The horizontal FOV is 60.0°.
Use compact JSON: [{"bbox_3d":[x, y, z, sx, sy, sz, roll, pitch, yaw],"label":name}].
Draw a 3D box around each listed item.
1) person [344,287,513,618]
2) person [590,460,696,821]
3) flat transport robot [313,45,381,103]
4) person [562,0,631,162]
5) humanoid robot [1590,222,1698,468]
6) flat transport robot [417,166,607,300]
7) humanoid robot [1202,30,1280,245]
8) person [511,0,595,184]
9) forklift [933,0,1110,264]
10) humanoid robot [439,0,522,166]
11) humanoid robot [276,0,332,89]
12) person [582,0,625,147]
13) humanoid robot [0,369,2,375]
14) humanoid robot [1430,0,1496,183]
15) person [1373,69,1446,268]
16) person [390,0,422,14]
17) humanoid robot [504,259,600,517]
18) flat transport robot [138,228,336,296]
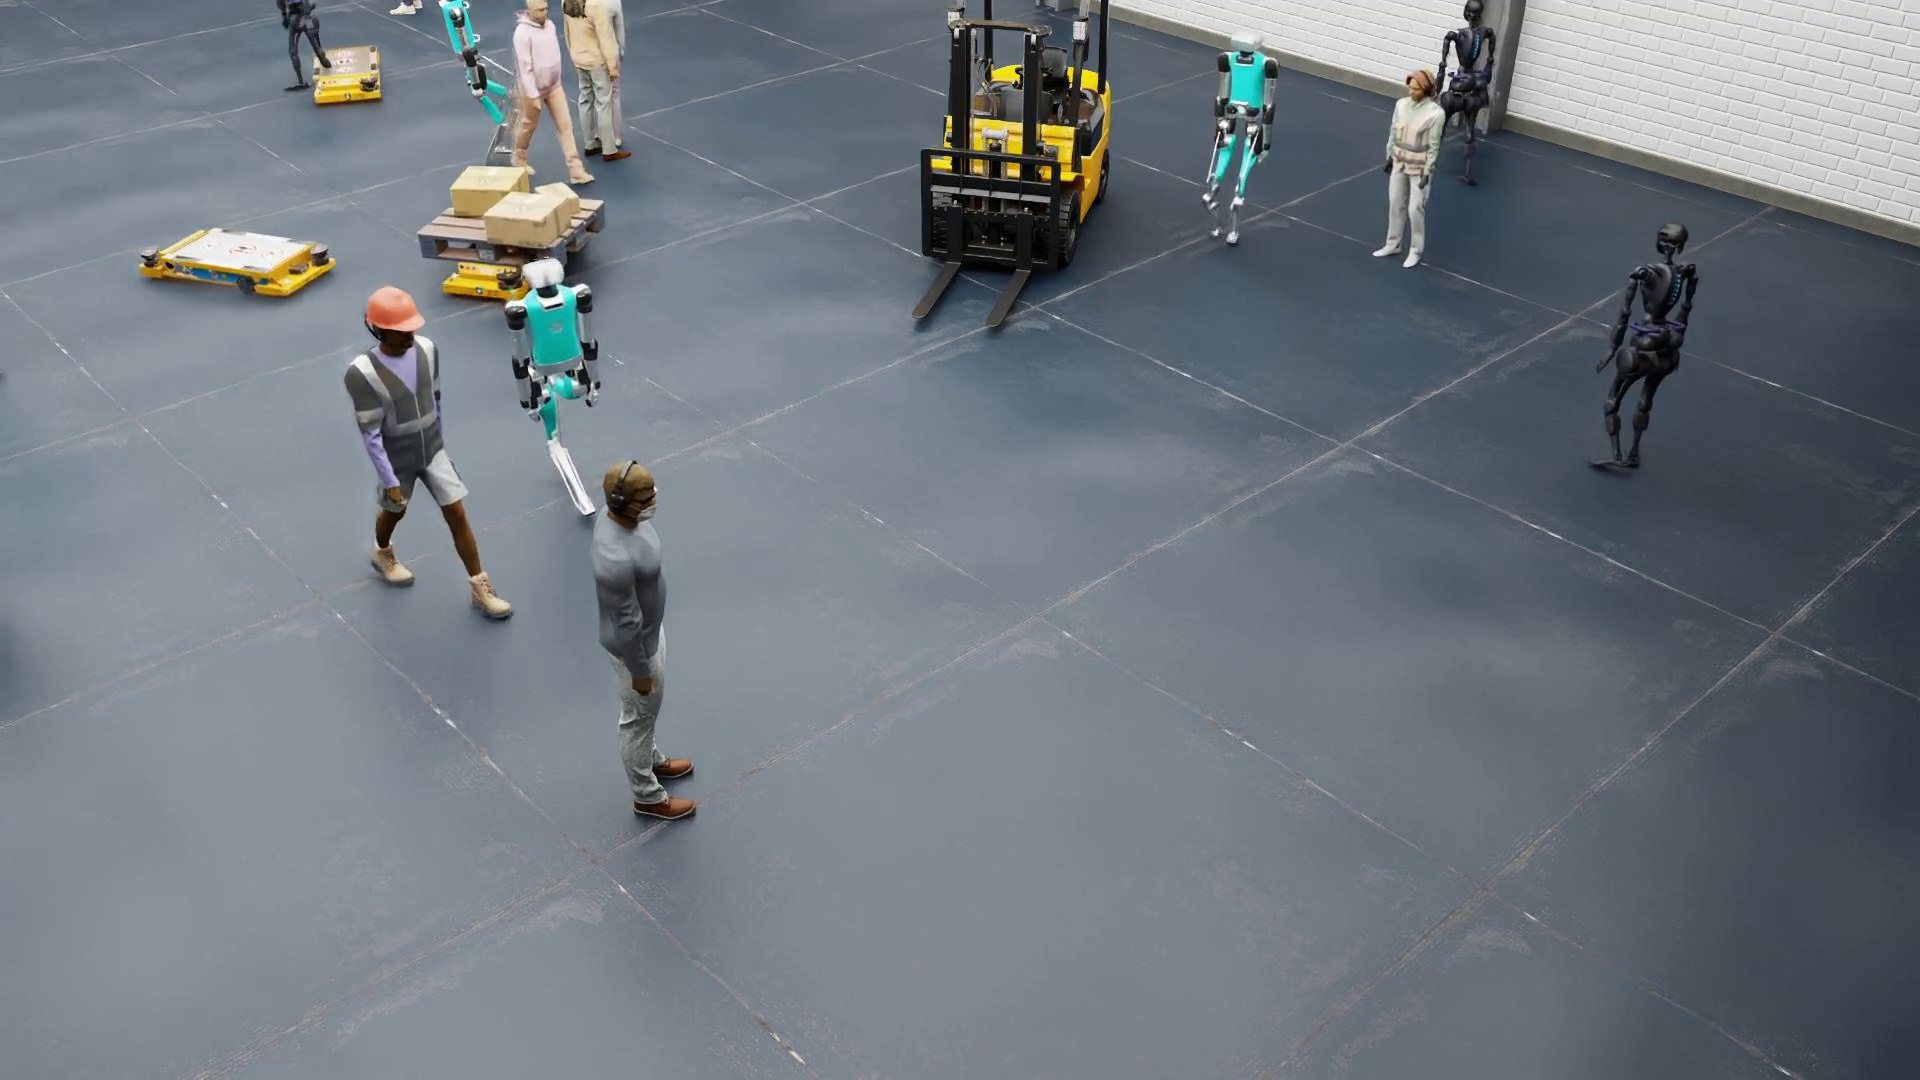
[{"bbox_3d":[-3.113,-0.514,9.397,1.065,1.994,0.606,24,40,32],"label":"person"},{"bbox_3d":[-1.524,0.472,7.923,0.371,1.934,0.627,-4,33,-6],"label":"person"},{"bbox_3d":[-6.591,-5.022,17.891,0.659,0.231,1.431,-9,34,-14],"label":"flat transport robot"},{"bbox_3d":[-3.458,-4.501,15.620,0.564,1.874,0.390,23,39,31],"label":"person"},{"bbox_3d":[4.478,-1.243,10.792,0.589,1.641,0.400,-11,35,-16],"label":"humanoid robot"},{"bbox_3d":[-3.683,-2.394,13.853,0.659,0.231,1.431,7,34,11],"label":"flat transport robot"},{"bbox_3d":[2.269,-3.283,13.875,0.553,1.793,0.680,20,38,28],"label":"humanoid robot"},{"bbox_3d":[-3.838,-4.127,15.174,0.963,1.739,0.531,20,38,28],"label":"person"},{"bbox_3d":[0.570,-3.725,14.138,1.214,2.155,2.313,9,34,13],"label":"forklift"},{"bbox_3d":[-4.350,-4.317,15.506,0.752,1.825,0.565,-13,35,-18],"label":"humanoid robot"},{"bbox_3d":[-6.874,-5.508,17.377,0.600,1.641,0.461,28,42,36],"label":"humanoid robot"},{"bbox_3d":[-3.484,-4.697,16.043,0.533,1.745,0.652,-14,36,-21],"label":"person"},{"bbox_3d":[-7.187,-1.839,11.692,0.552,1.835,0.764,-2,33,-4],"label":"humanoid robot"},{"bbox_3d":[4.618,-4.149,15.296,0.607,1.627,0.759,-9,34,-13],"label":"humanoid robot"},{"bbox_3d":[3.683,-3.040,13.598,0.311,1.628,0.524,-22,39,-30],"label":"person"},{"bbox_3d":[-6.731,-7.241,19.834,0.422,1.864,0.800,5,33,8],"label":"person"},{"bbox_3d":[-2.585,-1.029,10.441,0.539,1.743,1.030,-17,37,-25],"label":"humanoid robot"},{"bbox_3d":[-5.960,-2.297,13.704,1.431,0.231,0.659,10,34,15],"label":"flat transport robot"}]
